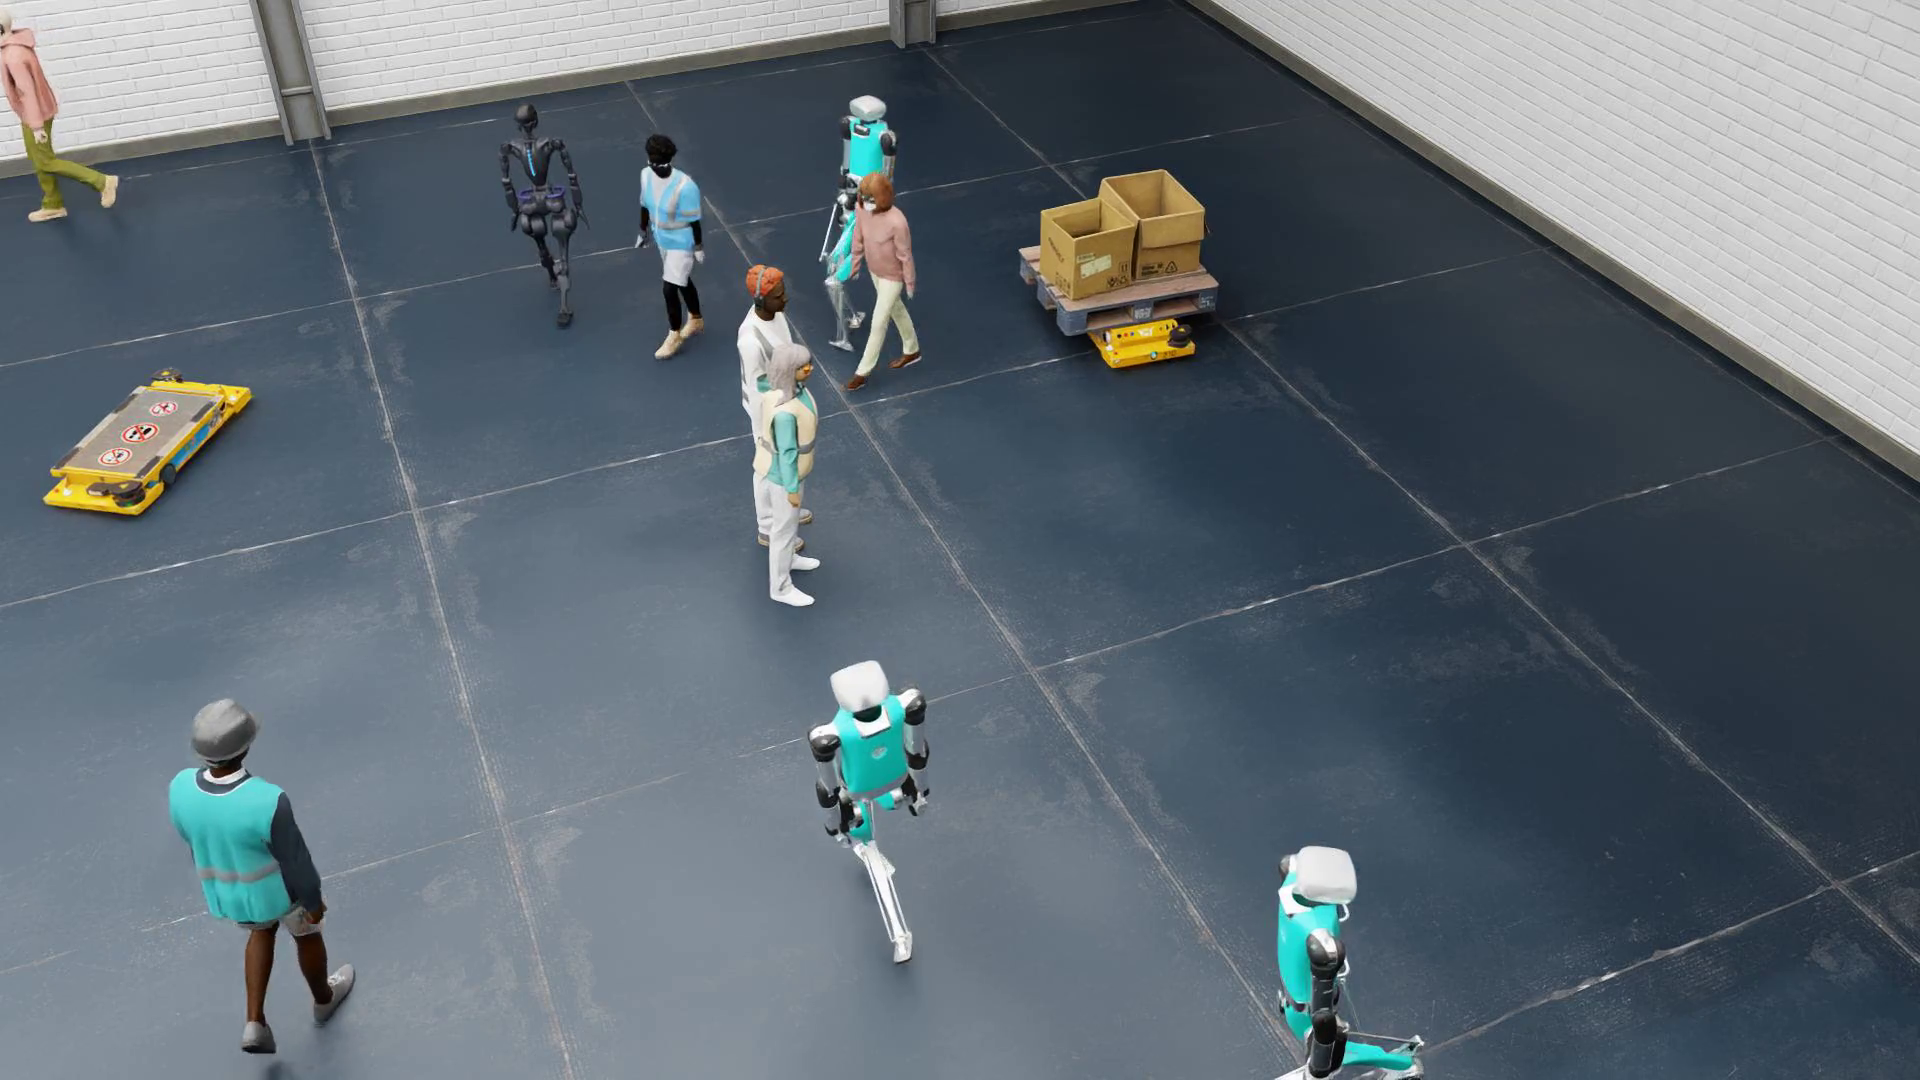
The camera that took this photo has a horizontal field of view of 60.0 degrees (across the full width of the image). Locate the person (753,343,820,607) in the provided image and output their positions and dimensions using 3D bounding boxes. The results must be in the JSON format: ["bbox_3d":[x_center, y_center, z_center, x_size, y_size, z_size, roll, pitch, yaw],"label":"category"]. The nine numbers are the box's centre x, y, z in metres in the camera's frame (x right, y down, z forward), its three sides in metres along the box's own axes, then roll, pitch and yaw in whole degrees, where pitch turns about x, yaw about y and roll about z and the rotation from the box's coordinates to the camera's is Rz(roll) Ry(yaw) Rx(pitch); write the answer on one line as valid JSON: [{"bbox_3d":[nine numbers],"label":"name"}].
[{"bbox_3d":[-0.996,-0.395,9.617,0.374,1.698,0.482,1,38,1],"label":"person"}]

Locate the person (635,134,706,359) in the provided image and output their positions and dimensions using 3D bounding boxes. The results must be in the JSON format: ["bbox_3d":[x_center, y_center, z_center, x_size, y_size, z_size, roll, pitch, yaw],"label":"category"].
[{"bbox_3d":[-2.109,-2.094,11.841,0.573,1.663,0.674,30,47,33],"label":"person"}]

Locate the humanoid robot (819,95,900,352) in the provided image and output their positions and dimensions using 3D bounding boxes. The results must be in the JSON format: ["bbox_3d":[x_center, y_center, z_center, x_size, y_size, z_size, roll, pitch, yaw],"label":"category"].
[{"bbox_3d":[-0.853,-2.226,11.977,0.562,1.782,0.895,31,47,34],"label":"humanoid robot"}]

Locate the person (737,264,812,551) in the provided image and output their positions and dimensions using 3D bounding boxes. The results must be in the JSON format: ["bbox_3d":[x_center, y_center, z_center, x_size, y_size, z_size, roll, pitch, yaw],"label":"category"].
[{"bbox_3d":[-1.122,-0.800,9.990,0.342,1.882,0.585,5,38,7],"label":"person"}]

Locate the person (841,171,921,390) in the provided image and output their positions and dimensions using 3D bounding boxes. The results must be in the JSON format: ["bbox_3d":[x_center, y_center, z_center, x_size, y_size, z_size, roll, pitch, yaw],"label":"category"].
[{"bbox_3d":[-0.581,-1.811,11.532,0.794,1.589,0.537,-28,45,-31],"label":"person"}]

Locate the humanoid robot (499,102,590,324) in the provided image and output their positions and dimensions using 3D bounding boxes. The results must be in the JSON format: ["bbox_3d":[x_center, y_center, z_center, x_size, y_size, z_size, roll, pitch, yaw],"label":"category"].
[{"bbox_3d":[-3.075,-2.477,12.383,0.597,1.618,0.805,-1,38,-1],"label":"humanoid robot"}]

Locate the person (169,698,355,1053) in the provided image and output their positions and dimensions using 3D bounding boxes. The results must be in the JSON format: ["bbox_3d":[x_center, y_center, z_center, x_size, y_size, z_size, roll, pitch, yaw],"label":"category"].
[{"bbox_3d":[-2.960,1.464,7.011,0.567,1.917,0.583,4,38,5],"label":"person"}]

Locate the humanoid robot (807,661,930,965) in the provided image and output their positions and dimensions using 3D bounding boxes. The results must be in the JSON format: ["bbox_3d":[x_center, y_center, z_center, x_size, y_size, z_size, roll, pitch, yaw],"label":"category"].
[{"bbox_3d":[-0.473,1.113,7.633,0.591,1.739,1.031,-16,40,-20],"label":"humanoid robot"}]

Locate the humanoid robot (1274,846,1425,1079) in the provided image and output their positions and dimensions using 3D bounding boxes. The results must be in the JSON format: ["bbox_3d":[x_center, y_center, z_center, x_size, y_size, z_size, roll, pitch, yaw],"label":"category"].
[{"bbox_3d":[1.500,1.879,6.630,1.044,1.736,0.558,-4,38,-5],"label":"humanoid robot"}]

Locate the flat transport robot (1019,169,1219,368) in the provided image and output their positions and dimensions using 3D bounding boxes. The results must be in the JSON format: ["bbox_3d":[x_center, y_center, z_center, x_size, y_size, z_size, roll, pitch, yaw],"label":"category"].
[{"bbox_3d":[1.188,-1.771,12.579,0.659,0.231,1.431,-12,39,-15],"label":"flat transport robot"}]

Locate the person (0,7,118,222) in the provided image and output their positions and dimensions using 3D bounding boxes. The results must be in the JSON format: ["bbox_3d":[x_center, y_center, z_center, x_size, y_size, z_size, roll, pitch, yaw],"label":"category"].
[{"bbox_3d":[-7.454,-3.463,13.514,0.684,1.814,0.533,-15,40,-19],"label":"person"}]

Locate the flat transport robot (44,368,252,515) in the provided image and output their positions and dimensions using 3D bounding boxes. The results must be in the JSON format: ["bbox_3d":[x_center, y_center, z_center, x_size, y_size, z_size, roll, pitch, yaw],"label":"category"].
[{"bbox_3d":[-5.428,-0.674,11.151,0.659,0.231,1.431,6,38,8],"label":"flat transport robot"}]
